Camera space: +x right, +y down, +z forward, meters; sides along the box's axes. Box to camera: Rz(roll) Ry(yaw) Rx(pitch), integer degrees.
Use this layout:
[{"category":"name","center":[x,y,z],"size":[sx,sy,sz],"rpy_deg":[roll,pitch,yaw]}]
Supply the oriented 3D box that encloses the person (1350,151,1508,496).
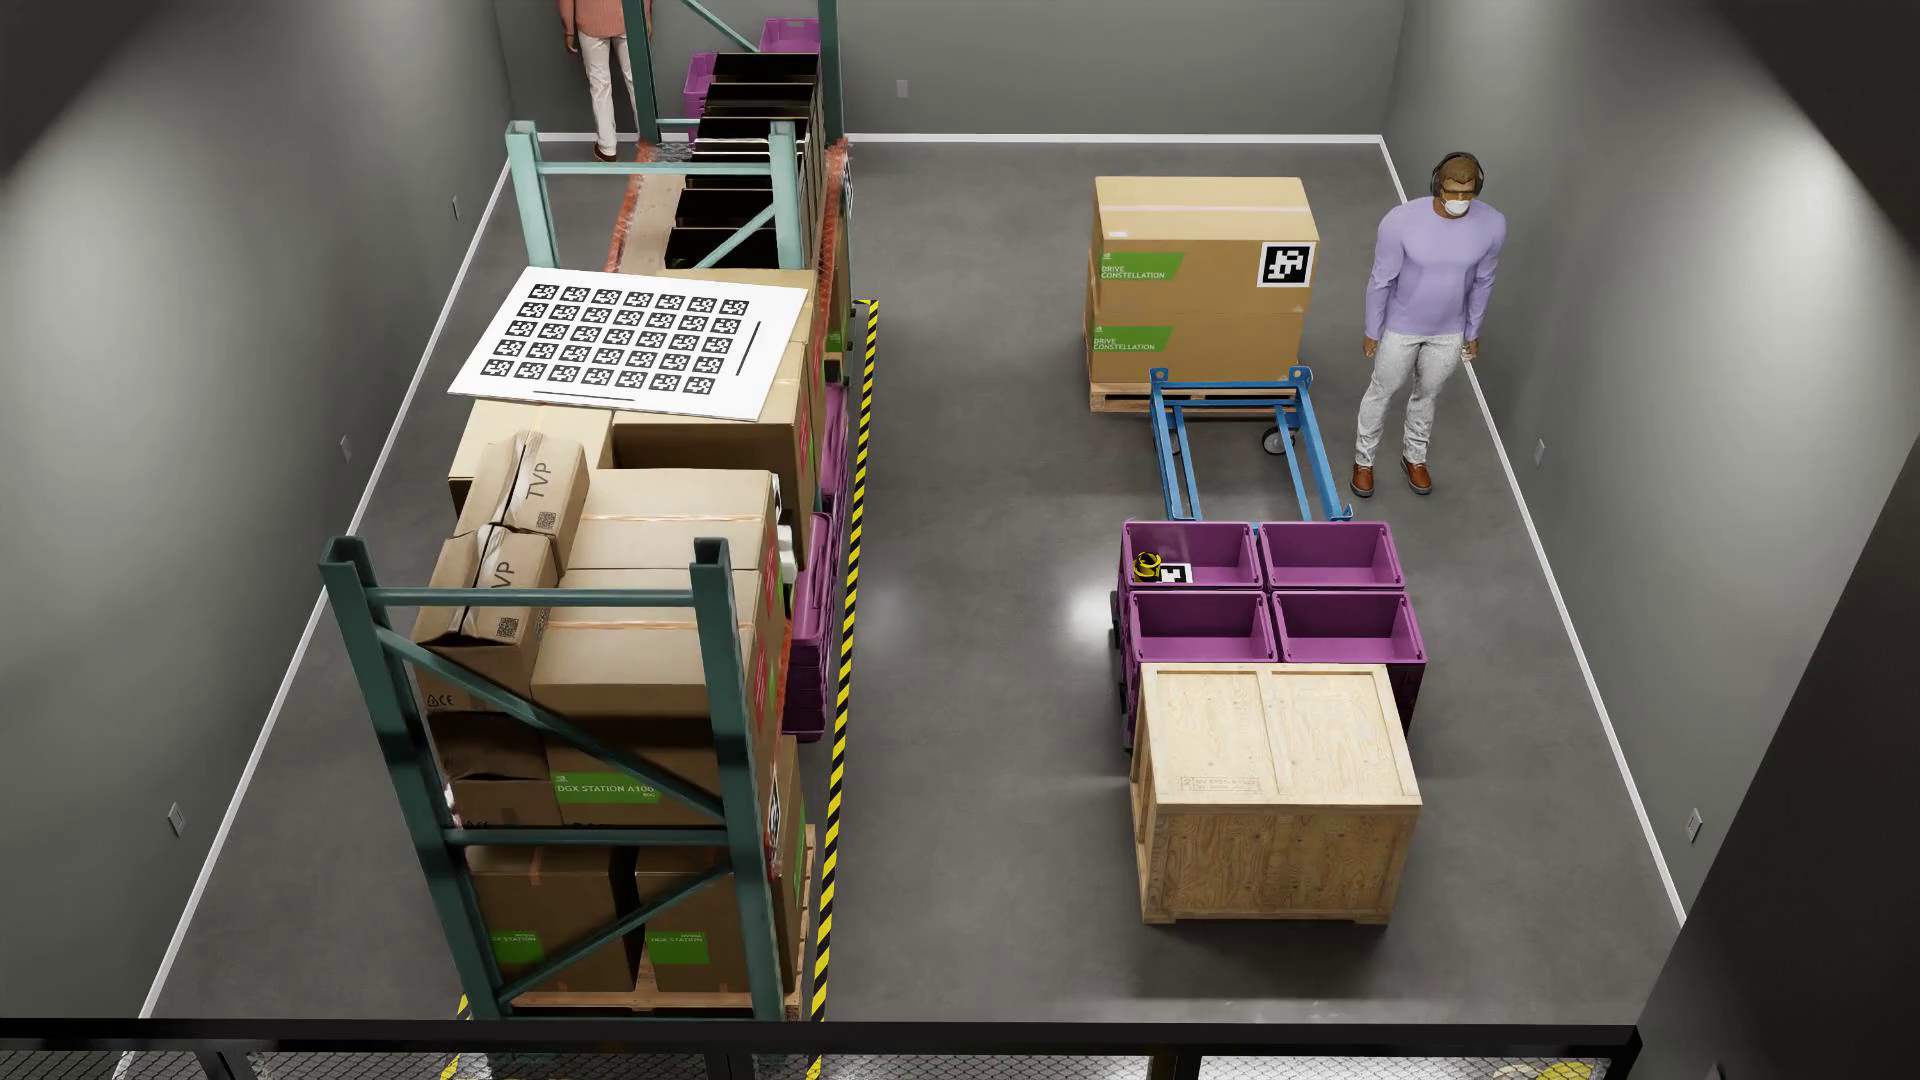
[{"category":"person","center":[2.322,-1.063,8.326],"size":[0.632,1.940,0.372],"rpy_deg":[-2,41,-2]}]

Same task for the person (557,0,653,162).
[{"category":"person","center":[-2.331,-3.428,10.981],"size":[0.622,1.993,0.381],"rpy_deg":[-16,44,-18]}]

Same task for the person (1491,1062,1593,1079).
[{"category":"person","center":[1.603,2.069,4.834],"size":[0.403,1.833,0.586],"rpy_deg":[5,42,6]}]
